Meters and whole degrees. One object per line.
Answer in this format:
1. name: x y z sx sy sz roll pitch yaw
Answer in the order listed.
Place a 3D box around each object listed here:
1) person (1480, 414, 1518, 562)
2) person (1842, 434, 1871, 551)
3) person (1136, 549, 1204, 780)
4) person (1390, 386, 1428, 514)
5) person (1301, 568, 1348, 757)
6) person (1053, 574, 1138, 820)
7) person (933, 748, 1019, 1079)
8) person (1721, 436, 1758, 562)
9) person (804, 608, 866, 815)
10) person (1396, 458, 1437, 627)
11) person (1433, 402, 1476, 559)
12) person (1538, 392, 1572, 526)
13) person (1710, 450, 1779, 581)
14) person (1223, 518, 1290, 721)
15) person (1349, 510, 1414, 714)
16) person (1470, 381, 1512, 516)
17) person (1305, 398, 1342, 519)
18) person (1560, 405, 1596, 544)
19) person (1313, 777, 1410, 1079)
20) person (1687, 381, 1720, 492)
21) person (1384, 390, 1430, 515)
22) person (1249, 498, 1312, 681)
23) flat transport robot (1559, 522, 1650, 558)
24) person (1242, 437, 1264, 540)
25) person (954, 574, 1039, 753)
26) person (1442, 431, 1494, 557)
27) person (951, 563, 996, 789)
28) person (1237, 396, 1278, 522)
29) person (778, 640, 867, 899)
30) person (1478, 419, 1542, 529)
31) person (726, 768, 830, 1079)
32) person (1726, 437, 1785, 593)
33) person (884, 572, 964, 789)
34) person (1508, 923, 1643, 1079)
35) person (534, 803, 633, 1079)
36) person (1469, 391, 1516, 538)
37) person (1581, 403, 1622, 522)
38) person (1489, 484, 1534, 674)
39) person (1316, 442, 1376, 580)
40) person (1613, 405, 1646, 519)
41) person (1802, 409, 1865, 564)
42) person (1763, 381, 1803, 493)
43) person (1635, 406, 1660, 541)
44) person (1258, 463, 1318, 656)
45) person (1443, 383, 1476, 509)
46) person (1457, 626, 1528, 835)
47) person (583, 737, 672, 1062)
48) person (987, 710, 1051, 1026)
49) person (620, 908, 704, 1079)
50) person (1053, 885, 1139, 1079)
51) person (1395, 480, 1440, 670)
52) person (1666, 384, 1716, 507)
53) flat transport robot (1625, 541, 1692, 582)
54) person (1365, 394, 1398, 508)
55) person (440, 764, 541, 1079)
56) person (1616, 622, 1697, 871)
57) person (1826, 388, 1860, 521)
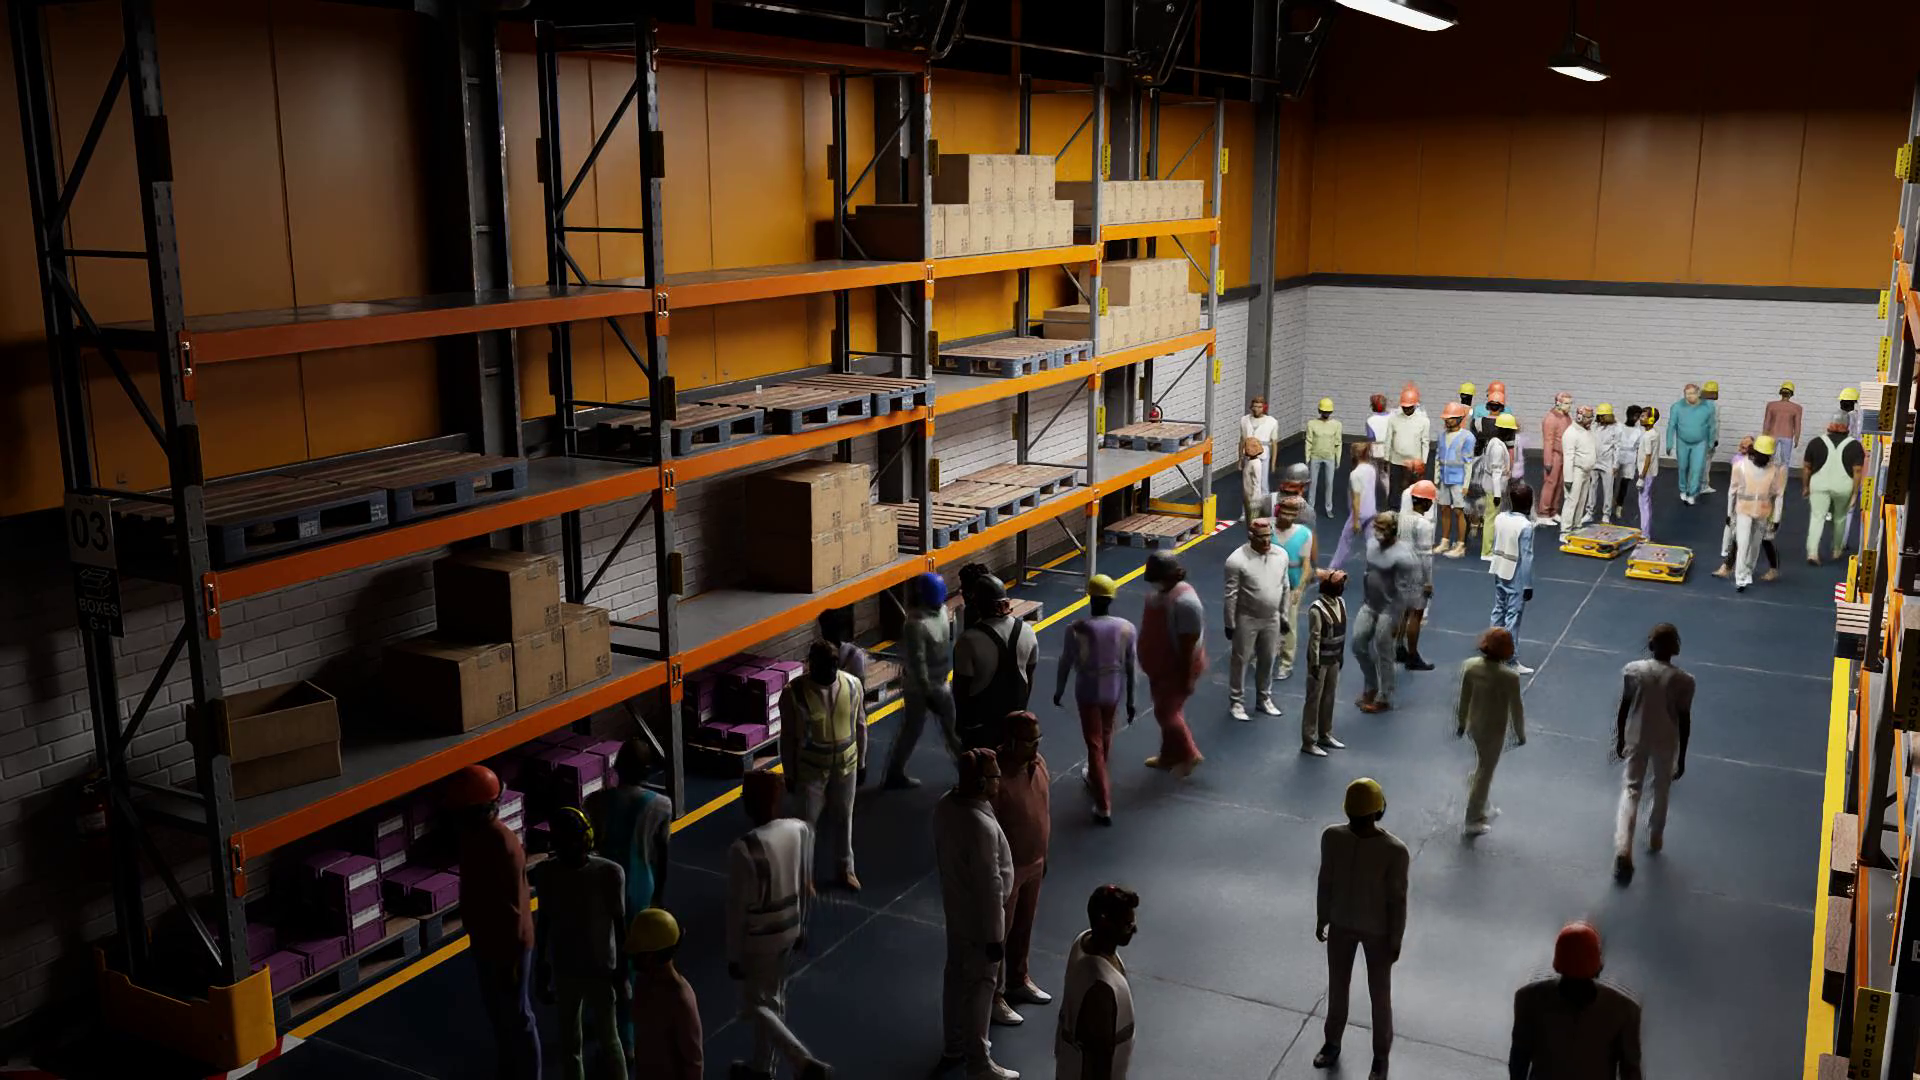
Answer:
1. person: 6.926 -0.675 21.408 0.397 1.920 0.587 4 13 17
2. person: 11.881 -0.702 21.894 0.330 1.760 0.522 -9 15 -35
3. person: 1.712 0.995 13.653 0.562 2.000 0.765 -4 13 -18
4. person: 6.574 -1.350 24.544 0.555 1.871 1.036 7 14 28
5. person: 3.157 1.043 14.364 0.314 1.634 0.517 12 17 42
6. person: 1.087 1.205 13.107 0.595 1.874 0.986 -4 13 -15
7. person: 0.100 2.059 9.194 0.408 1.906 0.652 -5 14 -22
8. person: 10.071 -0.534 21.428 0.315 1.632 0.530 -1 13 -7
9. person: -0.950 1.310 13.053 0.544 1.680 0.544 6 14 24
10. person: 5.056 0.030 18.360 0.661 1.874 0.427 -12 17 -43
11. person: 6.387 -0.779 21.625 0.399 2.040 0.609 -7 15 -29
12. person: 8.487 -1.157 23.615 0.399 1.899 0.652 11 17 42
13. person: 9.686 -0.291 20.283 0.859 1.649 0.546 -3 13 -13
14. person: 2.726 0.719 15.228 0.653 1.898 0.397 -5 14 -21
15. person: 3.880 0.671 15.352 0.470 1.926 0.655 -5 14 -23
16. person: 7.698 -1.319 24.129 0.611 1.989 0.391 -2 13 -8
17. person: 5.244 -1.179 24.021 0.526 1.762 0.338 1 13 6
18. person: 8.334 -0.880 22.391 0.402 1.895 0.653 12 17 43
19. person: 2.203 2.138 9.184 0.522 1.758 0.350 9 15 35
20. person: 11.672 -1.621 26.038 0.321 1.742 0.492 -7 14 -28
21. person: 6.200 -1.099 23.153 0.610 1.985 0.392 5 14 23
22. person: 3.151 0.487 16.420 0.581 1.829 0.563 3 13 15
23. flat transport robot: 8.599 -0.008 22.143 0.652 0.197 1.431 11 17 41
24. person: 3.722 -0.510 21.313 0.282 1.633 0.500 -1 13 -2
25. person: 0.226 1.238 12.564 0.680 2.000 0.535 -7 15 -30
26. person: 6.752 -0.601 21.650 0.839 1.659 0.537 -5 14 -22
27. person: 0.144 1.130 13.253 0.381 1.958 0.598 -12 17 -42
28. person: 4.246 -1.146 23.712 0.580 1.836 0.393 9 15 34
29. person: -0.935 1.576 11.536 0.630 1.836 0.430 -5 14 -23
30. person: 7.745 -0.917 23.215 0.839 1.595 0.528 8 15 31
31. person: -0.988 2.139 8.929 0.712 1.865 0.584 9 15 34
32. person: 9.526 -0.318 19.925 0.588 1.863 1.023 4 13 19
33. person: -0.221 1.144 13.375 0.867 1.873 0.621 6 14 26
34. person: 2.778 2.527 7.546 0.557 1.710 0.896 3 13 15
35. person: -1.931 2.229 8.544 0.524 1.863 0.316 2 13 10
36. person: 7.236 -1.016 22.690 0.612 2.031 0.403 4 13 18
37. person: 9.098 -1.077 23.601 0.318 1.742 0.492 -11 17 -41
38. person: 5.528 0.384 16.666 0.394 1.920 0.587 -3 13 -13
39. person: 4.789 -0.293 19.994 1.012 1.787 0.523 12 17 43
40. person: 9.612 -1.164 24.147 0.564 1.665 0.568 3 13 13
41. person: 11.143 -0.708 21.278 0.686 2.000 1.007 8 15 31
42. person: 12.793 -1.594 25.907 0.532 1.754 0.342 7 14 28
43. person: 9.201 -0.866 22.363 0.325 1.877 0.521 7 15 30
44. person: 3.436 0.186 17.278 0.543 2.000 0.720 -8 15 -33
45. person: 7.384 -1.359 24.480 0.581 1.919 0.386 12 17 42
46. person: 4.089 1.433 12.658 0.651 1.613 0.498 -7 14 -27
47. person: -1.943 2.040 9.571 0.558 1.791 0.823 1 13 4
48. person: 0.340 1.919 9.854 0.399 1.899 0.635 10 16 38
49. person: -1.349 2.498 7.546 0.316 1.767 0.535 -9 15 -34
50. person: 0.613 2.444 7.611 0.377 1.841 0.567 0 13 -1
51. person: 4.623 0.348 16.797 0.381 1.933 0.565 -3 13 -15
52. person: 10.980 -1.431 24.978 0.710 1.840 0.989 6 14 24
53. flat transport robot: 8.813 0.261 20.936 0.652 0.197 1.431 7 14 27
54. person: 6.072 -1.224 24.115 0.593 1.805 0.652 -5 13 -21
55. person: -2.470 2.121 8.756 0.420 1.986 0.607 -10 16 -37
56. person: 4.981 1.487 11.996 0.514 1.816 0.909 8 15 31
57. person: 12.671 -1.222 23.836 0.362 1.928 0.587 10 16 37
